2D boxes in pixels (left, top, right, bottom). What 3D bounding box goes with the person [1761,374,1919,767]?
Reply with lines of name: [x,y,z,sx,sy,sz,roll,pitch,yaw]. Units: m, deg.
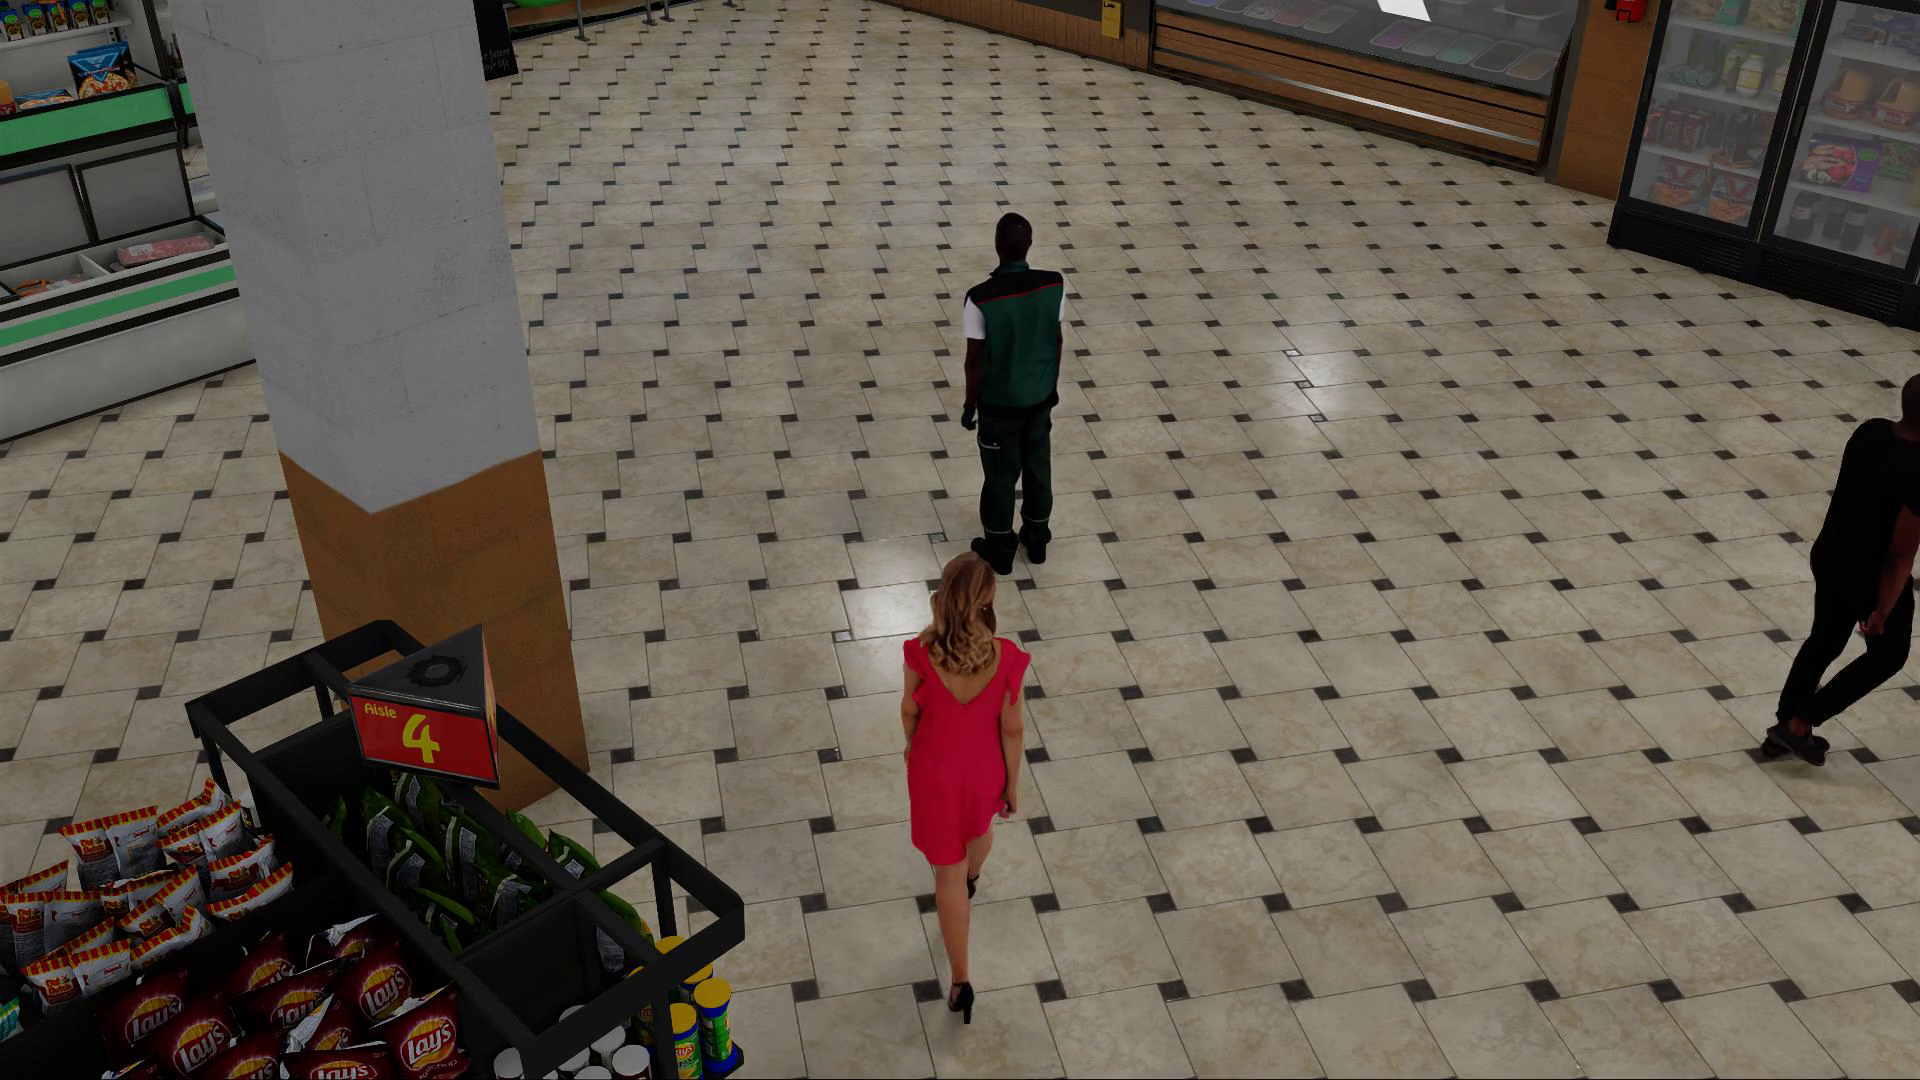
person: [3.496,0.161,6.621,0.871,1.807,0.823,-5,32,-7]

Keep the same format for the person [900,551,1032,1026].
person: [-0.006,0.867,5.606,1.021,1.678,1.020,-3,32,-6]

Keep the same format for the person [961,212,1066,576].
person: [0.260,-0.677,7.935,0.685,1.839,0.827,-13,34,-20]
